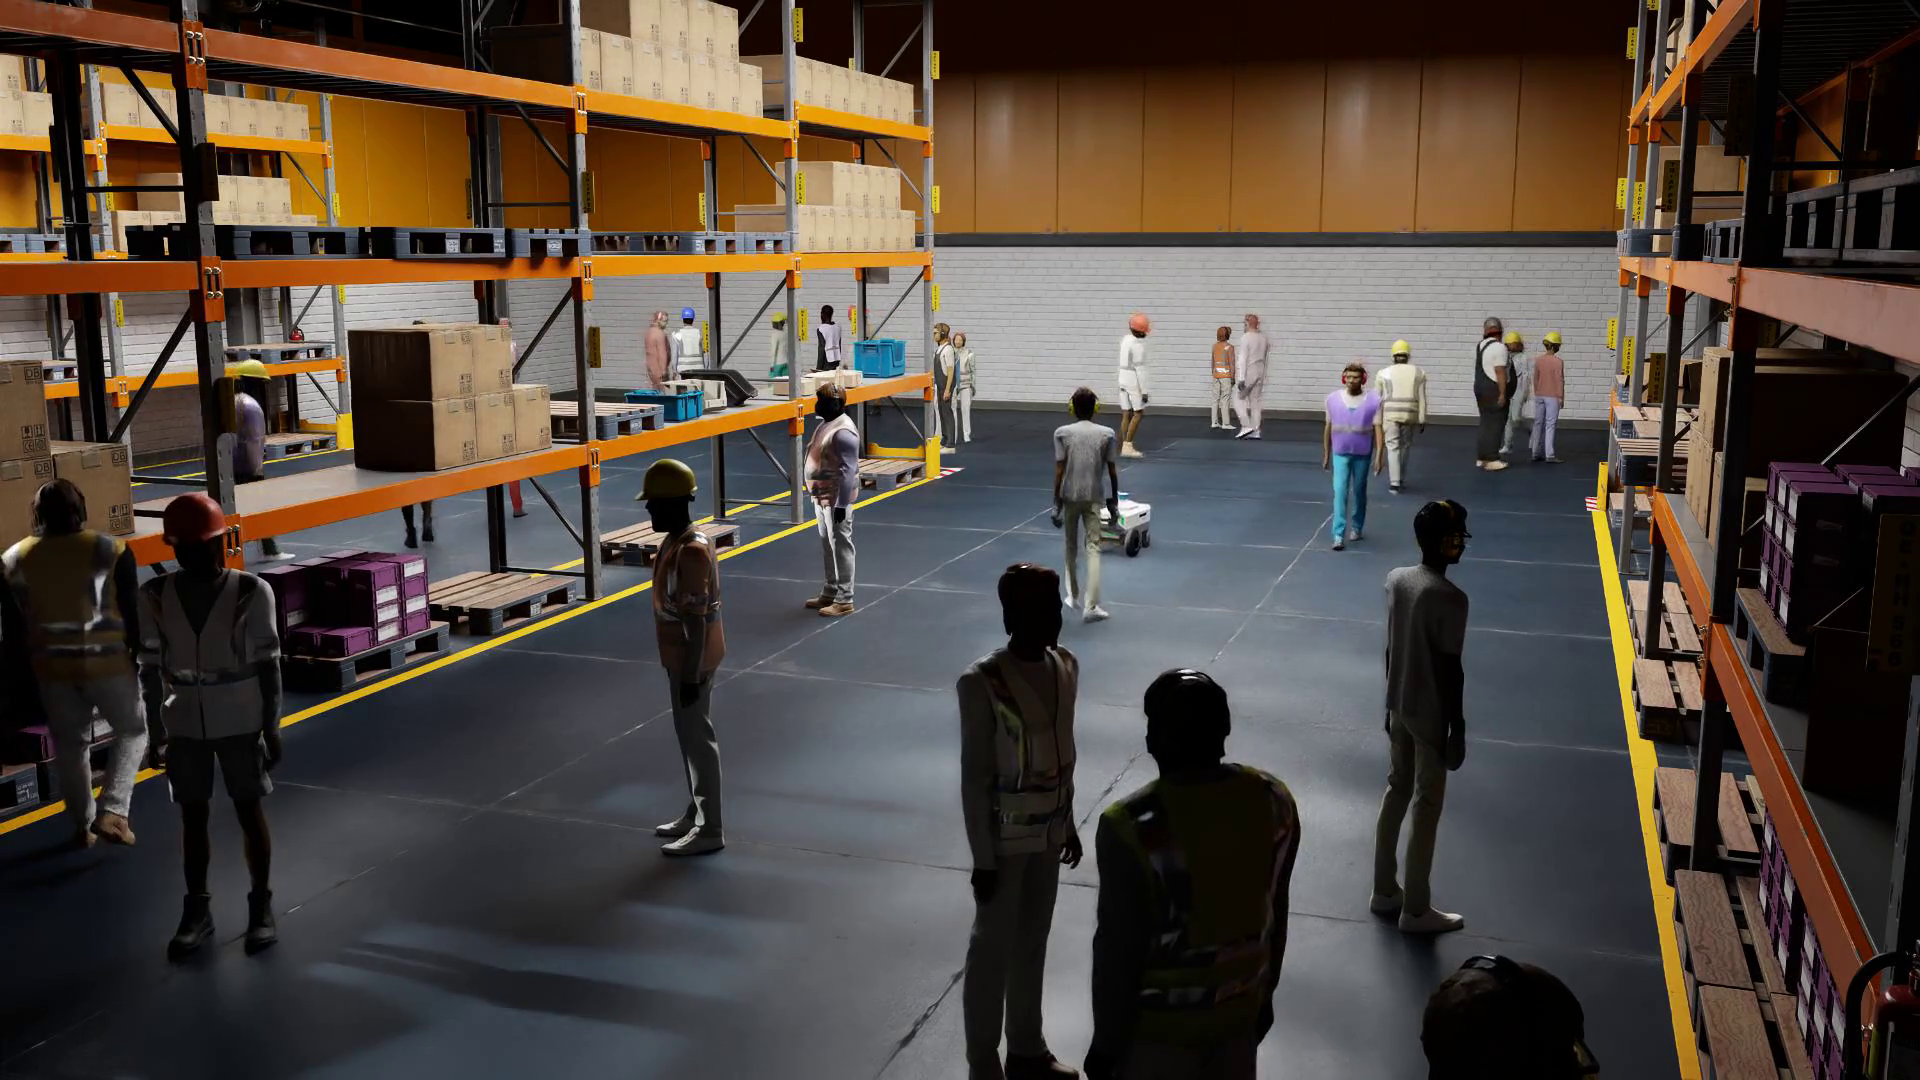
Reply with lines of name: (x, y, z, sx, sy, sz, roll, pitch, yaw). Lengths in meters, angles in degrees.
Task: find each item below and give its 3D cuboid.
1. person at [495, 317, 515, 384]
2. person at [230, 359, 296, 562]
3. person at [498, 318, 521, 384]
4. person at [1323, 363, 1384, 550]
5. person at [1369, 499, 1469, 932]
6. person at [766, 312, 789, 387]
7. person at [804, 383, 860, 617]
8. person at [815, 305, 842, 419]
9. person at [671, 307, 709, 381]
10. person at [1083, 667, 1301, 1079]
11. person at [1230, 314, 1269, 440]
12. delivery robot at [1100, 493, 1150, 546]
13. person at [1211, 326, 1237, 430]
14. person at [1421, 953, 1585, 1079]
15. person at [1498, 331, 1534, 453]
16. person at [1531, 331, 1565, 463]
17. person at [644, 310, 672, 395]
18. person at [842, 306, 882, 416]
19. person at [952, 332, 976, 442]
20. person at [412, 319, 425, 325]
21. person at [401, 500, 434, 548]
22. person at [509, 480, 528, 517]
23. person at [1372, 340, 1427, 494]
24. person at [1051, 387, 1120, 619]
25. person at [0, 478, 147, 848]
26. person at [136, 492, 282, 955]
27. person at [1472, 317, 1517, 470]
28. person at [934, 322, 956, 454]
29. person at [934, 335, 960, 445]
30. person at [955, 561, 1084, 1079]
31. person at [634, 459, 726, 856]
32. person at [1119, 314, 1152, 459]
person: (-6.353, -2.068, 22.670, 0.602, 1.967, 0.366, -5, 11, -27)
person: (-6.609, -0.705, 15.232, 0.778, 1.893, 0.627, -8, 13, -39)
person: (-6.470, -2.230, 23.812, 0.679, 1.883, 0.419, 10, 14, 44)
person: (3.826, -0.831, 16.195, 0.579, 1.802, 0.991, 4, 11, 20)
person: (1.989, 0.751, 7.125, 0.328, 1.860, 0.500, -4, 11, -24)
person: (-3.150, -3.069, 28.884, 0.358, 1.754, 0.544, 5, 11, 27)
person: (-1.020, -0.324, 13.200, 0.429, 1.846, 0.625, -4, 11, -22)
person: (-2.205, -2.996, 28.032, 0.392, 1.922, 0.593, 6, 12, 31)
person: (-4.234, -2.670, 26.115, 0.603, 1.948, 0.383, -4, 11, -20)
person: (0.585, 1.240, 4.397, 0.634, 1.841, 0.429, -6, 12, -31)
person: (4.353, -2.451, 25.031, 0.683, 1.890, 0.461, -9, 14, -43)
delivery robot: (1.551, -0.207, 15.904, 0.477, 0.478, 0.707, 5, 11, 28)
person: (4.186, -2.576, 26.444, 0.308, 1.645, 0.514, -6, 12, -32)
person: (0.737, 1.534, 2.464, 0.357, 1.938, 0.637, -5, 11, -28)
person: (7.841, -2.070, 23.373, 0.556, 1.719, 0.510, -4, 11, -21)
person: (7.928, -1.914, 22.372, 0.308, 1.770, 0.522, -4, 11, -24)
person: (-4.869, -2.749, 26.747, 0.499, 1.879, 0.676, -5, 11, -28)
person: (-1.777, -3.058, 28.481, 0.958, 1.878, 0.574, 1, 10, 8)
person: (-0.027, -2.266, 24.743, 0.543, 1.633, 0.313, 1, 10, 3)
person: (-7.868, -2.313, 24.381, 0.528, 1.851, 0.711, 2, 10, 9)
person: (-5.341, -0.885, 16.150, 0.553, 1.923, 0.456, -5, 11, -27)
person: (-4.936, -1.114, 17.875, 0.526, 1.765, 0.329, 0, 10, -2)
person: (5.200, -1.476, 19.812, 0.617, 1.787, 0.894, 1, 10, 3)
person: (0.998, -0.292, 13.165, 0.546, 1.814, 0.831, 0, 10, 3)
person: (-4.202, 0.611, 7.964, 0.677, 1.830, 0.535, -1, 10, -8)
person: (-3.083, 0.759, 6.844, 0.551, 1.933, 0.375, -2, 10, -9)
person: (7.065, -1.959, 21.851, 0.537, 2.000, 0.832, -2, 10, -10)
person: (-0.227, -2.126, 23.344, 0.327, 1.843, 0.516, -2, 10, -13)
person: (-0.223, -2.191, 24.289, 0.514, 1.641, 0.308, -6, 12, -29)
person: (0.215, 1.002, 5.620, 0.359, 1.883, 0.573, 8, 13, 39)
person: (-1.343, 0.560, 8.027, 0.401, 1.919, 0.581, -4, 11, -20)
person: (2.349, -2.105, 22.868, 0.414, 1.991, 0.682, -3, 11, -19)
